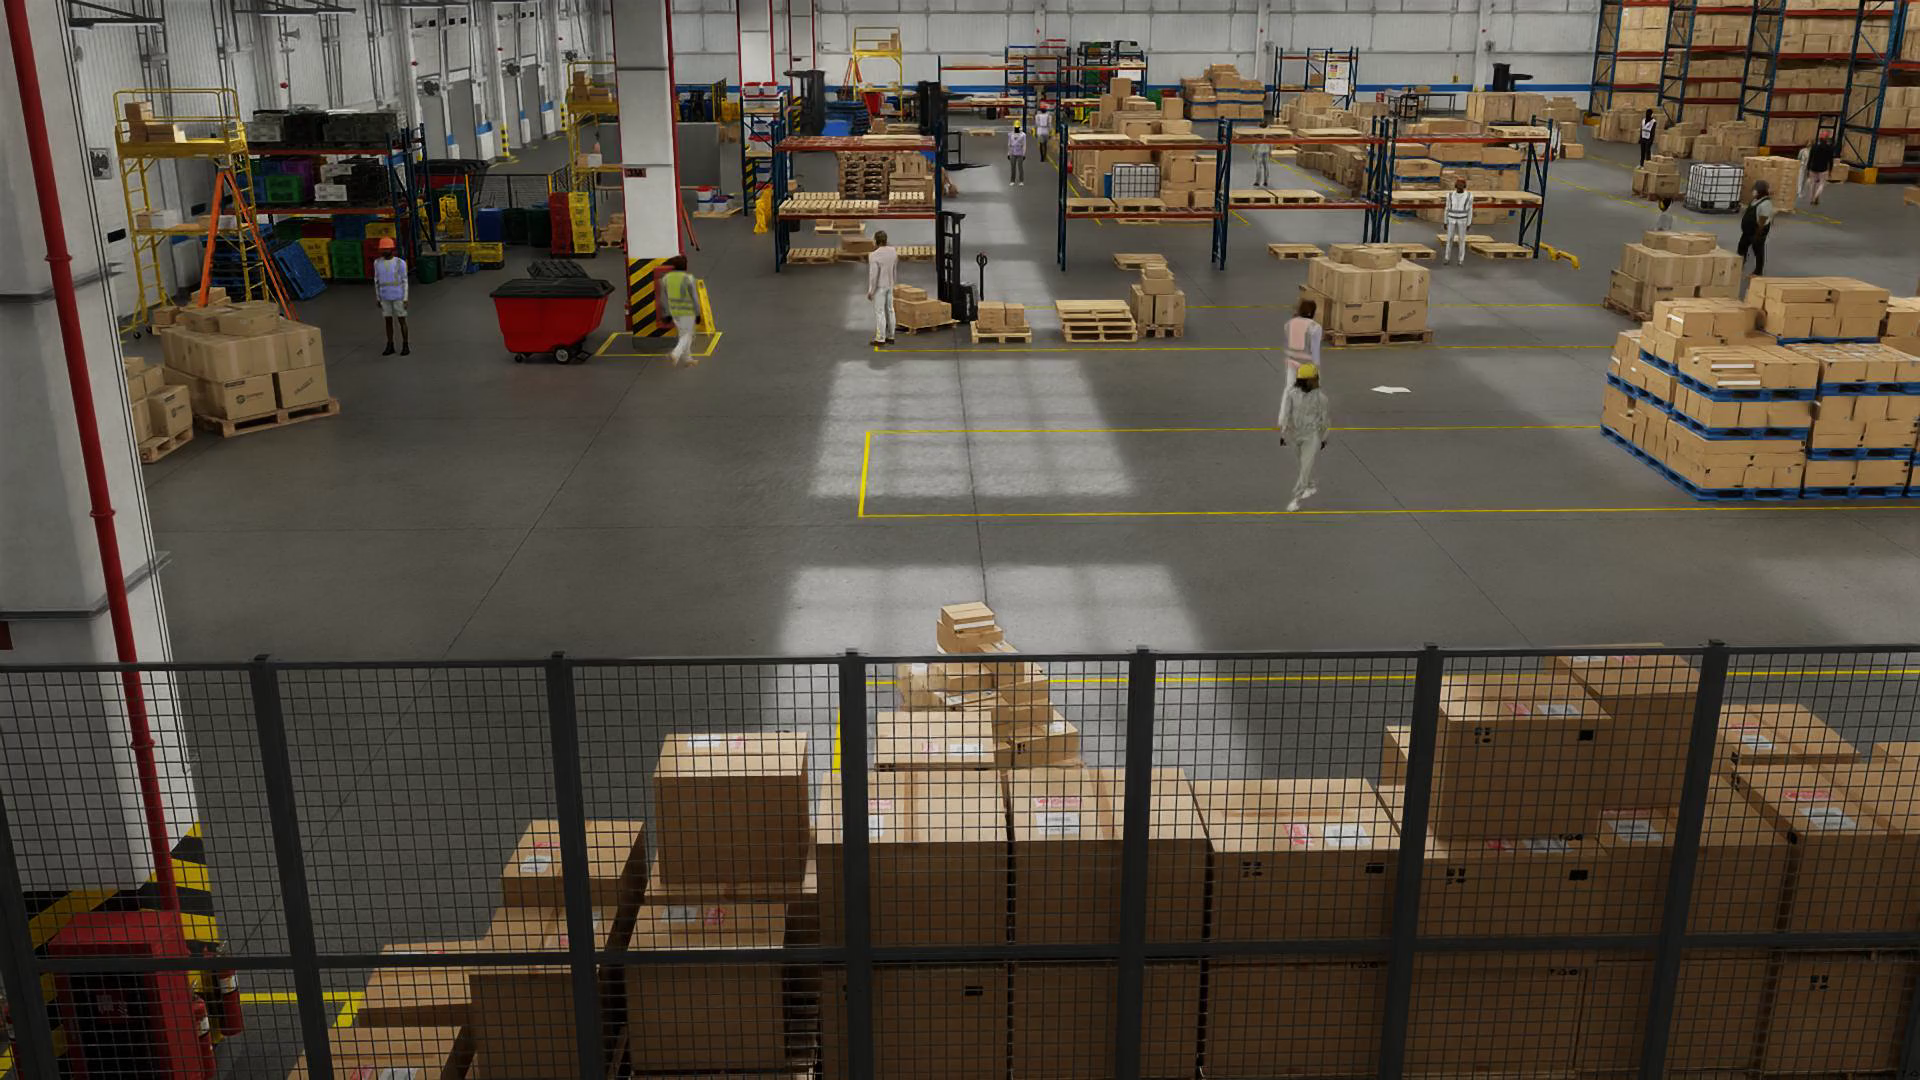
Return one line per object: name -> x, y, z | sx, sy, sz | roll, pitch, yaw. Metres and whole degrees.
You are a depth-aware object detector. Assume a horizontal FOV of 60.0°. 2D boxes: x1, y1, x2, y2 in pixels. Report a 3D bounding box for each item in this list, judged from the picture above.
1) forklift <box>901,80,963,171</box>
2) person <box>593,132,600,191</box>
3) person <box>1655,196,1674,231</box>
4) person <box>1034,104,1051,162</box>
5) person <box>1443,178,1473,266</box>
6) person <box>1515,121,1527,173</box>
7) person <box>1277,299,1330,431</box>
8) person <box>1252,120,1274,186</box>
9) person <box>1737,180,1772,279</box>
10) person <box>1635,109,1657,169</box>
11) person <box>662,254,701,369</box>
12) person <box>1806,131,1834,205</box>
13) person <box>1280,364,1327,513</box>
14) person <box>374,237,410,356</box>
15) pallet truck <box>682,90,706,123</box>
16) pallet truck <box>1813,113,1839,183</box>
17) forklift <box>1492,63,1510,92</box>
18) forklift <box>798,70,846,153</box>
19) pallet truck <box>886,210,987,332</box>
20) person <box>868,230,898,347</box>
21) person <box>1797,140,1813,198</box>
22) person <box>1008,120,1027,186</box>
forklift -> -0.976, -13.185, 52.985 | 1.873, 2.768, 1.129 | -9, 21, -26
person -> -10.449, -11.094, 48.663 | 0.532, 1.661, 0.842 | 5, 19, 15
person -> 13.920, -5.898, 33.015 | 0.545, 1.816, 1.000 | -11, 21, -29
person -> 2.783, -13.782, 56.282 | 0.548, 1.890, 0.931 | -2, 19, -6
person -> 10.670, -6.819, 35.658 | 0.574, 1.876, 0.356 | 9, 21, 25
person -> 17.772, -12.457, 52.738 | 0.515, 1.640, 0.315 | -16, 24, -39
person -> 4.675, -2.378, 22.603 | 0.870, 1.800, 0.635 | -15, 24, -37
person -> 8.982, -11.497, 49.430 | 0.627, 1.940, 0.372 | -4, 19, -12
person -> 16.132, -6.343, 33.983 | 0.833, 2.000, 0.711 | 1, 19, 3
person -> 22.280, -12.996, 53.924 | 0.396, 1.911, 0.588 | -7, 20, -19
person -> -4.375, -3.566, 26.077 | 0.636, 1.827, 0.697 | 12, 22, 32
person -> 23.287, -10.057, 45.085 | 0.639, 1.980, 0.574 | 11, 21, 29
person -> 4.016, -1.233, 19.361 | 0.499, 1.693, 0.911 | 14, 23, 36
person -> -9.255, -3.969, 27.092 | 0.546, 1.942, 0.348 | 1, 19, 4
pallet truck -> -9.671, -15.907, 62.421 | 0.823, 1.965, 1.885 | 5, 19, 15
pallet truck -> 26.403, -11.957, 50.702 | 0.823, 1.965, 1.885 | 6, 19, 16
forklift -> 20.676, -16.872, 63.923 | 1.873, 2.768, 1.129 | -1, 19, -1
forklift -> -5.084, -15.224, 59.033 | 1.873, 2.768, 1.129 | -10, 21, -26
pallet truck -> -0.493, -4.759, 29.349 | 1.885, 1.965, 0.823 | -13, 23, -34
person -> -1.304, -4.198, 27.776 | 0.373, 1.940, 0.630 | 15, 23, 37
person -> 23.830, -10.483, 46.944 | 0.532, 1.605, 0.600 | 0, 19, 0
person -> 1.689, -11.521, 49.536 | 0.588, 1.919, 0.399 | 8, 20, 22
